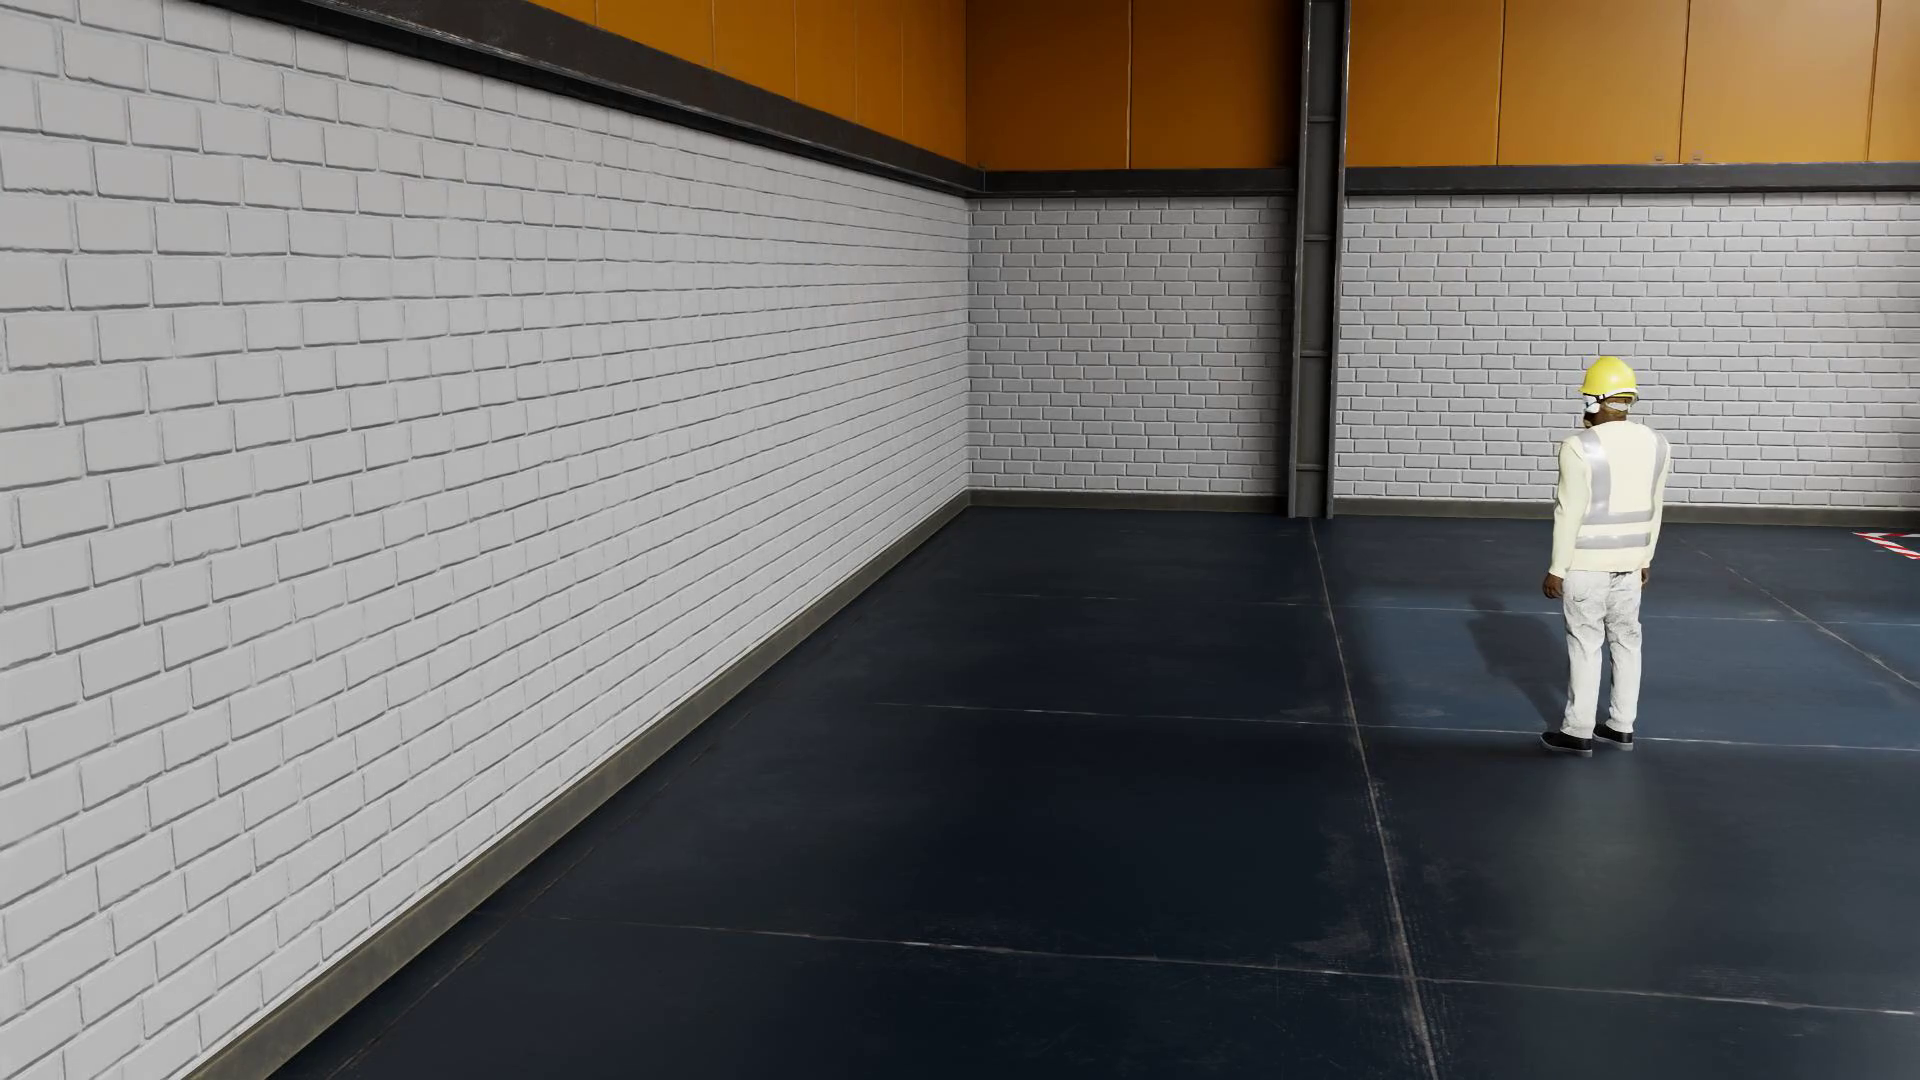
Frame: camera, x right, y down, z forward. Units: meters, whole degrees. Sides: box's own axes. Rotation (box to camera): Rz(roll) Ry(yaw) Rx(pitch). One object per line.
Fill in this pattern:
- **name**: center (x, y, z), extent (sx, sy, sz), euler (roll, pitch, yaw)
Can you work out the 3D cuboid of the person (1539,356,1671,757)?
- **person**: center (2.931, 0.080, 7.627), extent (0.588, 1.834, 0.403), euler (-4, 10, -22)
